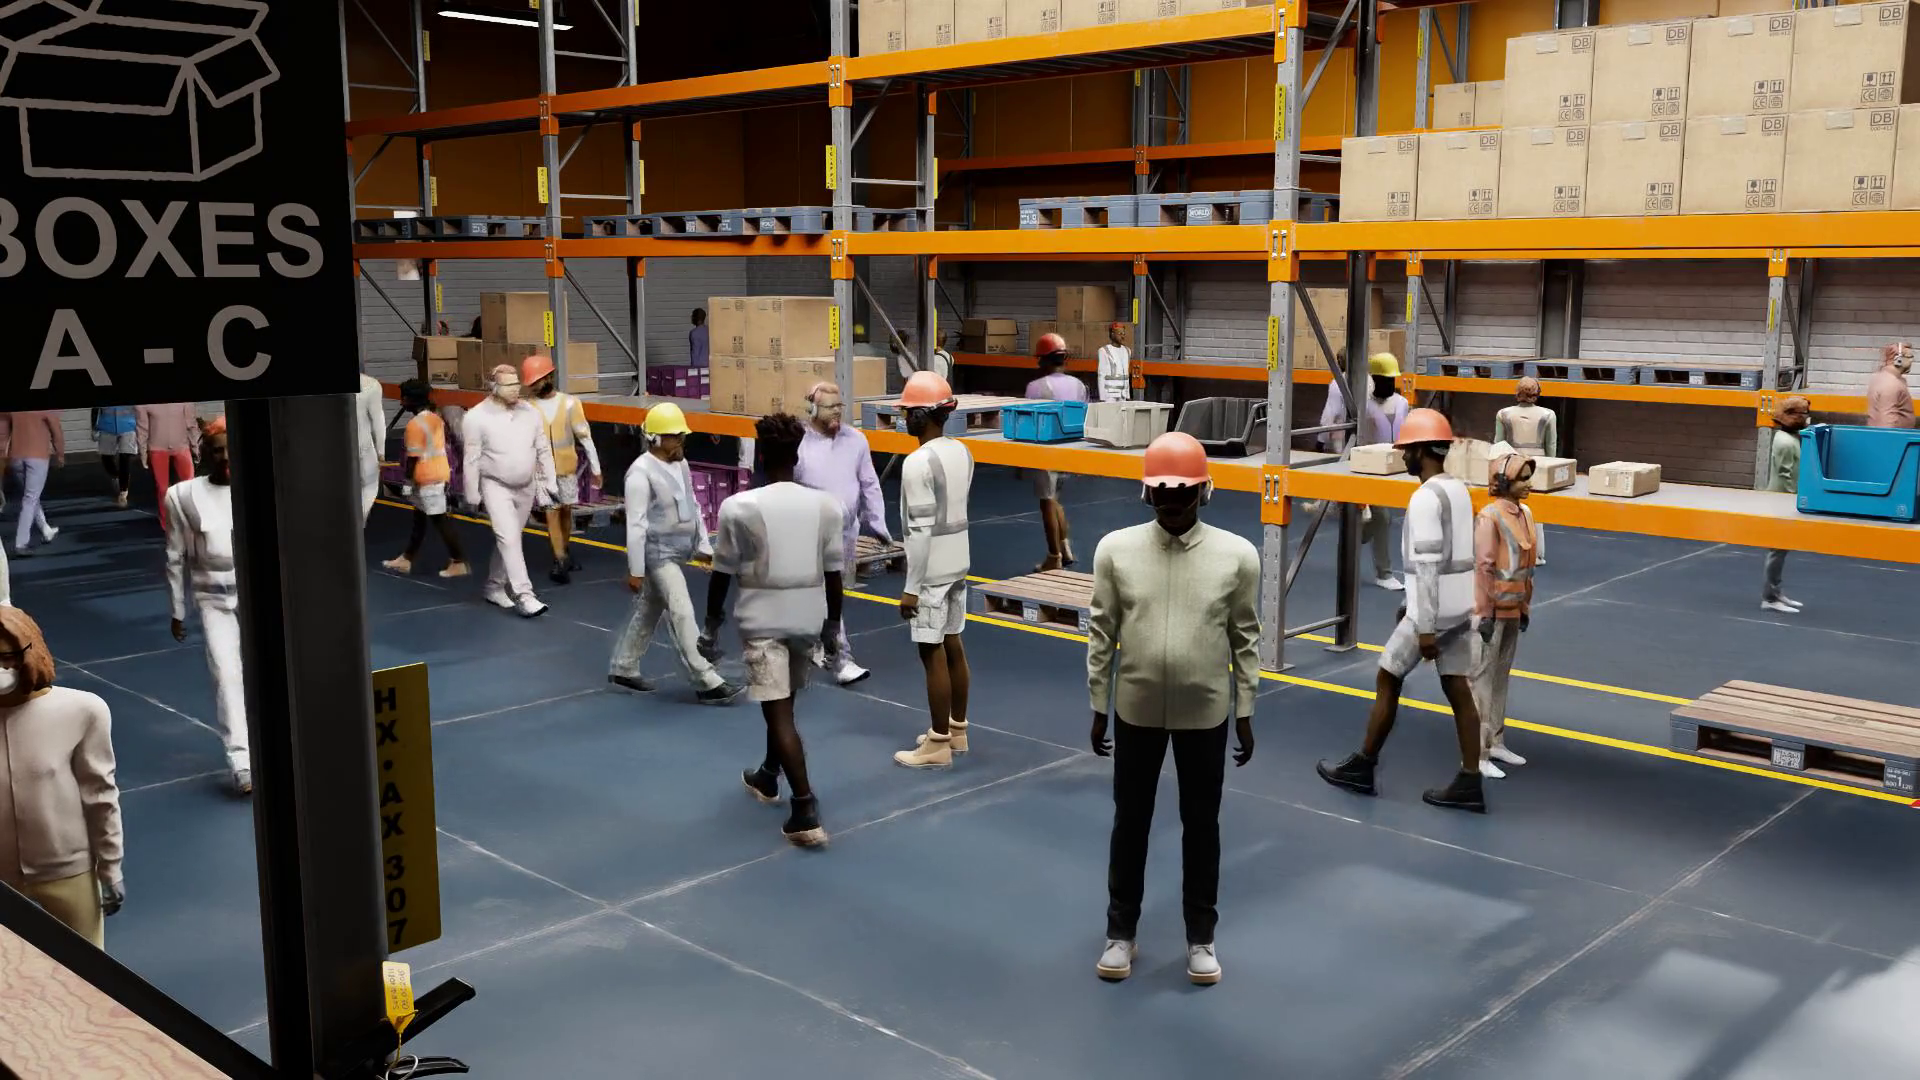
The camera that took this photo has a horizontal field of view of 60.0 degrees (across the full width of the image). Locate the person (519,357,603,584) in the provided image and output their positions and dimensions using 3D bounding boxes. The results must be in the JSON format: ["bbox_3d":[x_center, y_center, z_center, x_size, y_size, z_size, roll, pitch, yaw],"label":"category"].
[{"bbox_3d":[-3.304,-0.585,13.709,0.674,1.847,1.027,-3,10,-17],"label":"person"}]

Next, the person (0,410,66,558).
[{"bbox_3d":[-8.337,-0.726,14.968,0.517,1.712,0.940,0,9,1],"label":"person"}]

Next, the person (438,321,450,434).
[{"bbox_3d":[-6.910,-1.985,22.237,0.512,1.862,0.328,-8,12,-40],"label":"person"}]

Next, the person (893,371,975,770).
[{"bbox_3d":[-0.154,0.160,8.523,0.391,2.045,0.608,4,10,24],"label":"person"}]

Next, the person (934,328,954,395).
[{"bbox_3d":[-0.257,-1.631,20.112,0.346,1.846,0.505,4,10,22],"label":"person"}]

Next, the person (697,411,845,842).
[{"bbox_3d":[-0.833,0.383,7.607,0.624,1.907,0.999,-6,11,-33],"label":"person"}]

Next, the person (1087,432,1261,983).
[{"bbox_3d":[0.758,0.604,5.948,0.614,1.993,0.395,2,9,10],"label":"person"}]

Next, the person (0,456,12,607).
[{"bbox_3d":[-7.345,-0.360,12.366,0.482,1.839,0.534,4,10,23],"label":"person"}]

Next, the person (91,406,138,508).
[{"bbox_3d":[-9.082,-1.201,17.987,0.545,1.676,0.559,-3,10,-17],"label":"person"}]

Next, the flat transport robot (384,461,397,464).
[{"bbox_3d":[-7.276,-0.772,19.659,1.431,0.197,0.652,-7,12,-38],"label":"flat transport robot"}]

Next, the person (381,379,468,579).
[{"bbox_3d":[-4.458,-0.488,13.633,0.837,1.657,0.548,0,9,1],"label":"person"}]

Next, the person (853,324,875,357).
[{"bbox_3d":[-1.515,-2.387,25.068,0.504,1.728,0.404,-5,11,-28],"label":"person"}]

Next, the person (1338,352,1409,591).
[{"bbox_3d":[3.358,-0.577,13.485,0.594,1.900,0.807,-5,11,-28],"label":"person"}]

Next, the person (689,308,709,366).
[{"bbox_3d":[-4.145,-2.735,26.593,0.372,1.940,0.631,3,10,18],"label":"person"}]

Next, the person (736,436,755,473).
[{"bbox_3d":[-2.730,-1.720,20.669,0.429,1.842,0.633,1,9,7],"label":"person"}]

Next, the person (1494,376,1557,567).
[{"bbox_3d":[4.855,-0.585,14.324,0.515,1.641,0.314,4,10,23],"label":"person"}]

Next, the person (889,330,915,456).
[{"bbox_3d":[-0.641,-1.597,19.967,0.525,1.823,0.557,2,10,14],"label":"person"}]

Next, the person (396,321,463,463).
[{"bbox_3d":[-6.543,-1.776,20.763,1.029,1.934,0.645,-2,9,-13],"label":"person"}]

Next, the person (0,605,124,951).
[{"bbox_3d":[-2.668,0.981,4.765,0.499,1.626,0.282,-4,10,-23],"label":"person"}]

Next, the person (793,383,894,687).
[{"bbox_3d":[-0.787,-0.042,10.340,0.663,1.857,1.011,-7,12,-36],"label":"person"}]

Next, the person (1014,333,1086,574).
[{"bbox_3d":[0.732,-0.702,13.870,0.617,2.028,0.496,-9,13,-43],"label":"person"}]

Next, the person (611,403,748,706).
[{"bbox_3d":[-1.705,0.082,9.811,0.933,1.782,0.600,2,10,13],"label":"person"}]

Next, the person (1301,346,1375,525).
[{"bbox_3d":[3.825,-1.040,16.651,0.652,1.789,0.947,-9,13,-43],"label":"person"}]

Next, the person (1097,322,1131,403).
[{"bbox_3d":[1.983,-1.850,21.337,0.583,1.882,0.337,-9,13,-43],"label":"person"}]

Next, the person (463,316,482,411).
[{"bbox_3d":[-6.258,-1.977,21.632,0.962,2.000,0.748,2,10,15],"label":"person"}]

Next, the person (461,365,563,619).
[{"bbox_3d":[-3.304,-0.361,12.306,0.993,1.853,0.653,8,12,41],"label":"person"}]

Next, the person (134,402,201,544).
[{"bbox_3d":[-7.400,-0.840,15.544,0.539,1.750,0.419,-6,11,-33],"label":"person"}]

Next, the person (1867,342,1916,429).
[{"bbox_3d":[8.639,-0.882,15.389,0.492,1.904,0.680,3,10,17],"label":"person"}]

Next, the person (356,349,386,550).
[{"bbox_3d":[-5.453,-0.808,14.853,0.631,1.923,0.541,0,9,-2],"label":"person"}]

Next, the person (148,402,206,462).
[{"bbox_3d":[-10.174,-1.915,21.761,0.587,1.874,1.021,6,11,32],"label":"person"}]

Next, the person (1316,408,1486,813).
[{"bbox_3d":[2.170,0.322,7.986,0.931,1.888,0.554,8,12,40],"label":"person"}]

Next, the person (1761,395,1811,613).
[{"bbox_3d":[6.182,-0.269,12.437,0.292,1.627,0.506,5,11,29],"label":"person"}]

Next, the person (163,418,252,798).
[{"bbox_3d":[-3.575,0.312,8.241,0.601,1.830,0.977,-6,11,-31],"label":"person"}]

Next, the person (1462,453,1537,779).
[{"bbox_3d":[2.749,0.371,8.461,0.315,1.641,0.515,8,12,40],"label":"person"}]
